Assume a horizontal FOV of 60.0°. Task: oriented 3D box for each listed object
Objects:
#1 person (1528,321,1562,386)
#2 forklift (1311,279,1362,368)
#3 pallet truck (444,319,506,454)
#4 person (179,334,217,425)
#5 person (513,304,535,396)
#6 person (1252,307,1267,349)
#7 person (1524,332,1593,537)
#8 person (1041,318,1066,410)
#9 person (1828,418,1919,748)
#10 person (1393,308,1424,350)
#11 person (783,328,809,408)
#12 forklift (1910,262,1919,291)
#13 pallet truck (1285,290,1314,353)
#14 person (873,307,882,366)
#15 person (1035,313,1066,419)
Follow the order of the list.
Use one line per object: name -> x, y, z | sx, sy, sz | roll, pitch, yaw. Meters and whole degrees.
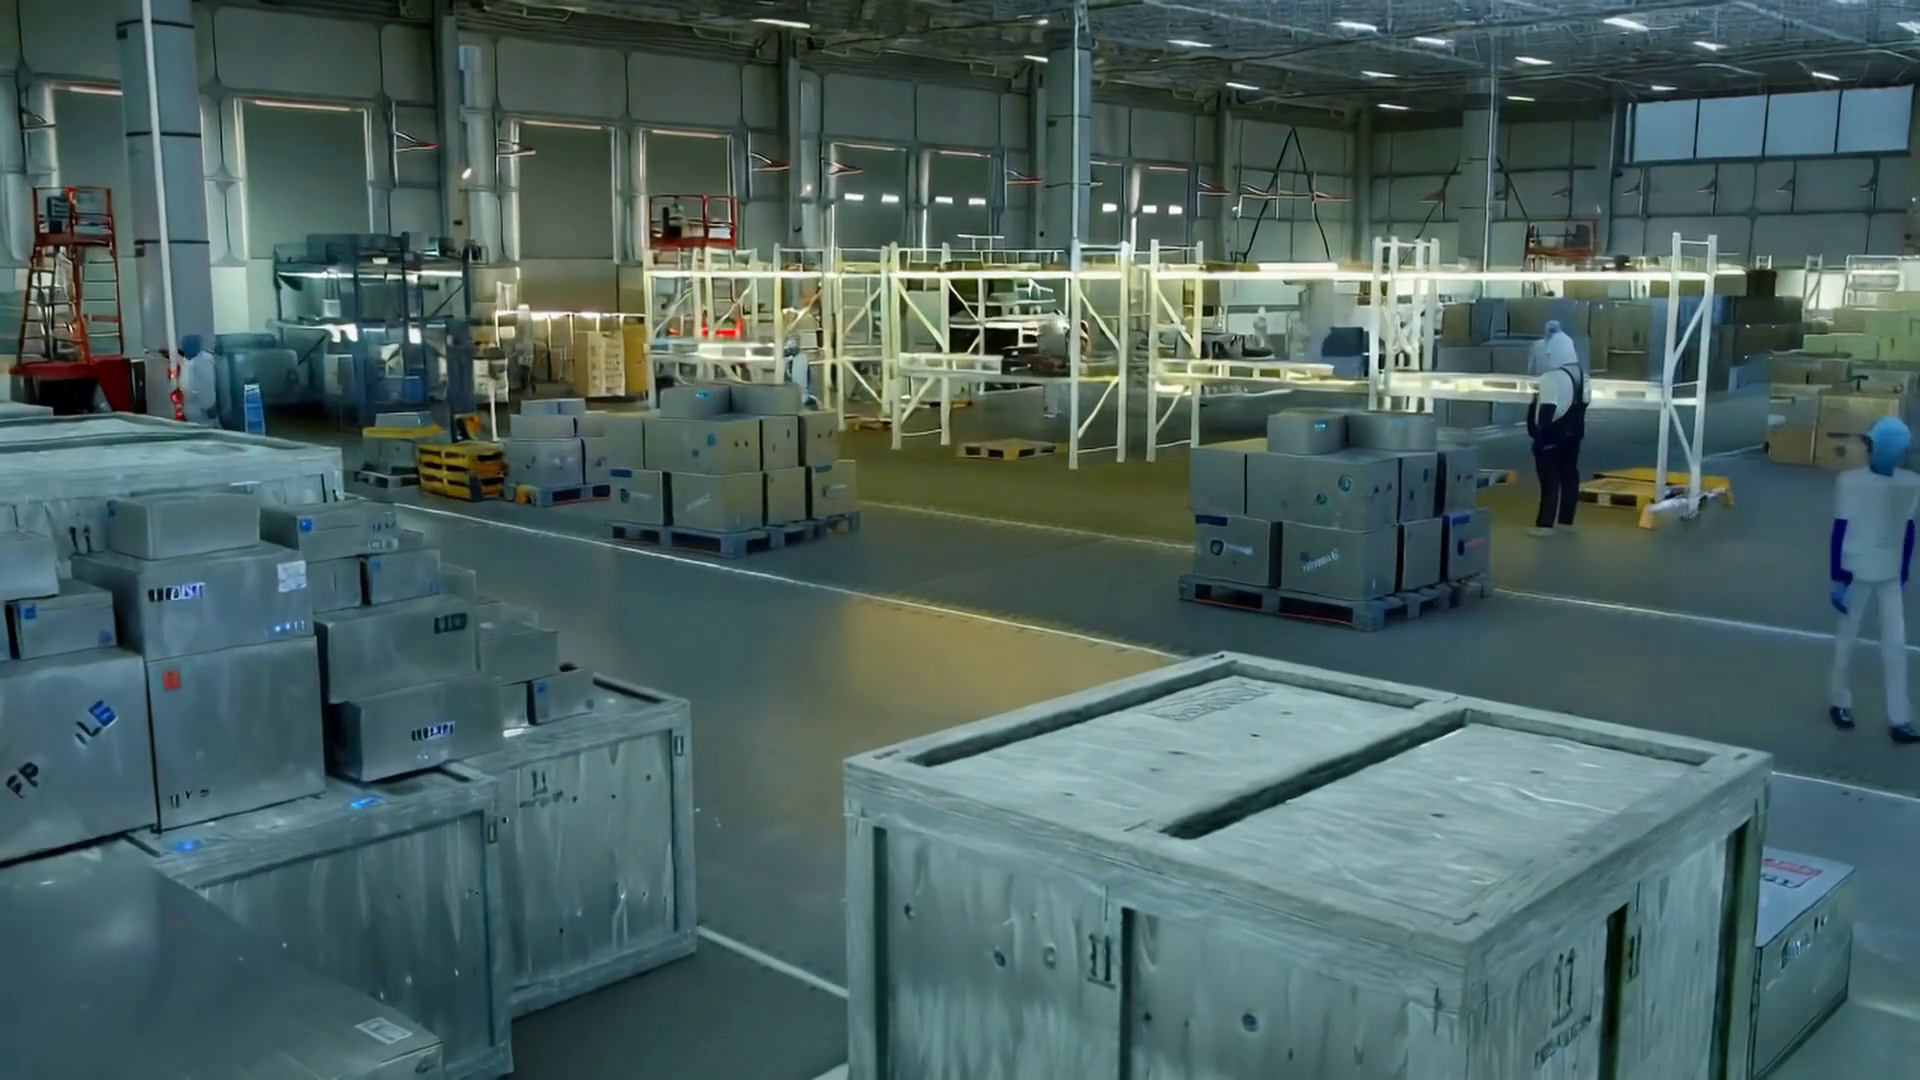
person -> 8.874, -2.343, 24.952 | 1.006, 1.899, 0.634 | -9, 13, -43
forklift -> 9.725, -6.001, 44.339 | 1.873, 2.768, 1.129 | 1, 9, 4
pallet truck -> -6.981, -1.942, 22.150 | 1.885, 1.965, 0.823 | 1, 9, 9
person -> -9.887, -1.790, 21.804 | 0.649, 1.819, 0.723 | 8, 12, 41
person -> -9.138, -3.959, 34.730 | 0.384, 1.926, 0.549 | 5, 11, 29
person -> 7.567, -5.023, 41.963 | 0.317, 1.696, 0.537 | 9, 13, 43
person -> 5.918, -1.055, 16.583 | 0.682, 2.000, 0.537 | -6, 11, -34
person -> 1.771, -3.315, 31.384 | 0.487, 1.738, 0.333 | -2, 10, -13
person -> 5.126, 0.240, 9.298 | 0.520, 1.830, 0.929 | 2, 9, 9
person -> 8.920, -3.675, 33.140 | 0.649, 1.891, 1.008 | 7, 11, 36
person -> -2.186, -1.866, 22.034 | 0.356, 1.884, 0.572 | -2, 10, -14
forklift -> 23.822, -5.449, 40.955 | 1.129, 2.768, 1.873 | -2, 9, -13
pallet truck -> 11.297, -6.951, 52.861 | 1.885, 1.965, 0.823 | -5, 11, -29
person -> -2.155, -5.390, 44.420 | 0.312, 1.633, 0.520 | 0, 9, -2
person -> 1.629, -3.080, 29.517 | 0.404, 1.878, 0.761 | 5, 11, 30
